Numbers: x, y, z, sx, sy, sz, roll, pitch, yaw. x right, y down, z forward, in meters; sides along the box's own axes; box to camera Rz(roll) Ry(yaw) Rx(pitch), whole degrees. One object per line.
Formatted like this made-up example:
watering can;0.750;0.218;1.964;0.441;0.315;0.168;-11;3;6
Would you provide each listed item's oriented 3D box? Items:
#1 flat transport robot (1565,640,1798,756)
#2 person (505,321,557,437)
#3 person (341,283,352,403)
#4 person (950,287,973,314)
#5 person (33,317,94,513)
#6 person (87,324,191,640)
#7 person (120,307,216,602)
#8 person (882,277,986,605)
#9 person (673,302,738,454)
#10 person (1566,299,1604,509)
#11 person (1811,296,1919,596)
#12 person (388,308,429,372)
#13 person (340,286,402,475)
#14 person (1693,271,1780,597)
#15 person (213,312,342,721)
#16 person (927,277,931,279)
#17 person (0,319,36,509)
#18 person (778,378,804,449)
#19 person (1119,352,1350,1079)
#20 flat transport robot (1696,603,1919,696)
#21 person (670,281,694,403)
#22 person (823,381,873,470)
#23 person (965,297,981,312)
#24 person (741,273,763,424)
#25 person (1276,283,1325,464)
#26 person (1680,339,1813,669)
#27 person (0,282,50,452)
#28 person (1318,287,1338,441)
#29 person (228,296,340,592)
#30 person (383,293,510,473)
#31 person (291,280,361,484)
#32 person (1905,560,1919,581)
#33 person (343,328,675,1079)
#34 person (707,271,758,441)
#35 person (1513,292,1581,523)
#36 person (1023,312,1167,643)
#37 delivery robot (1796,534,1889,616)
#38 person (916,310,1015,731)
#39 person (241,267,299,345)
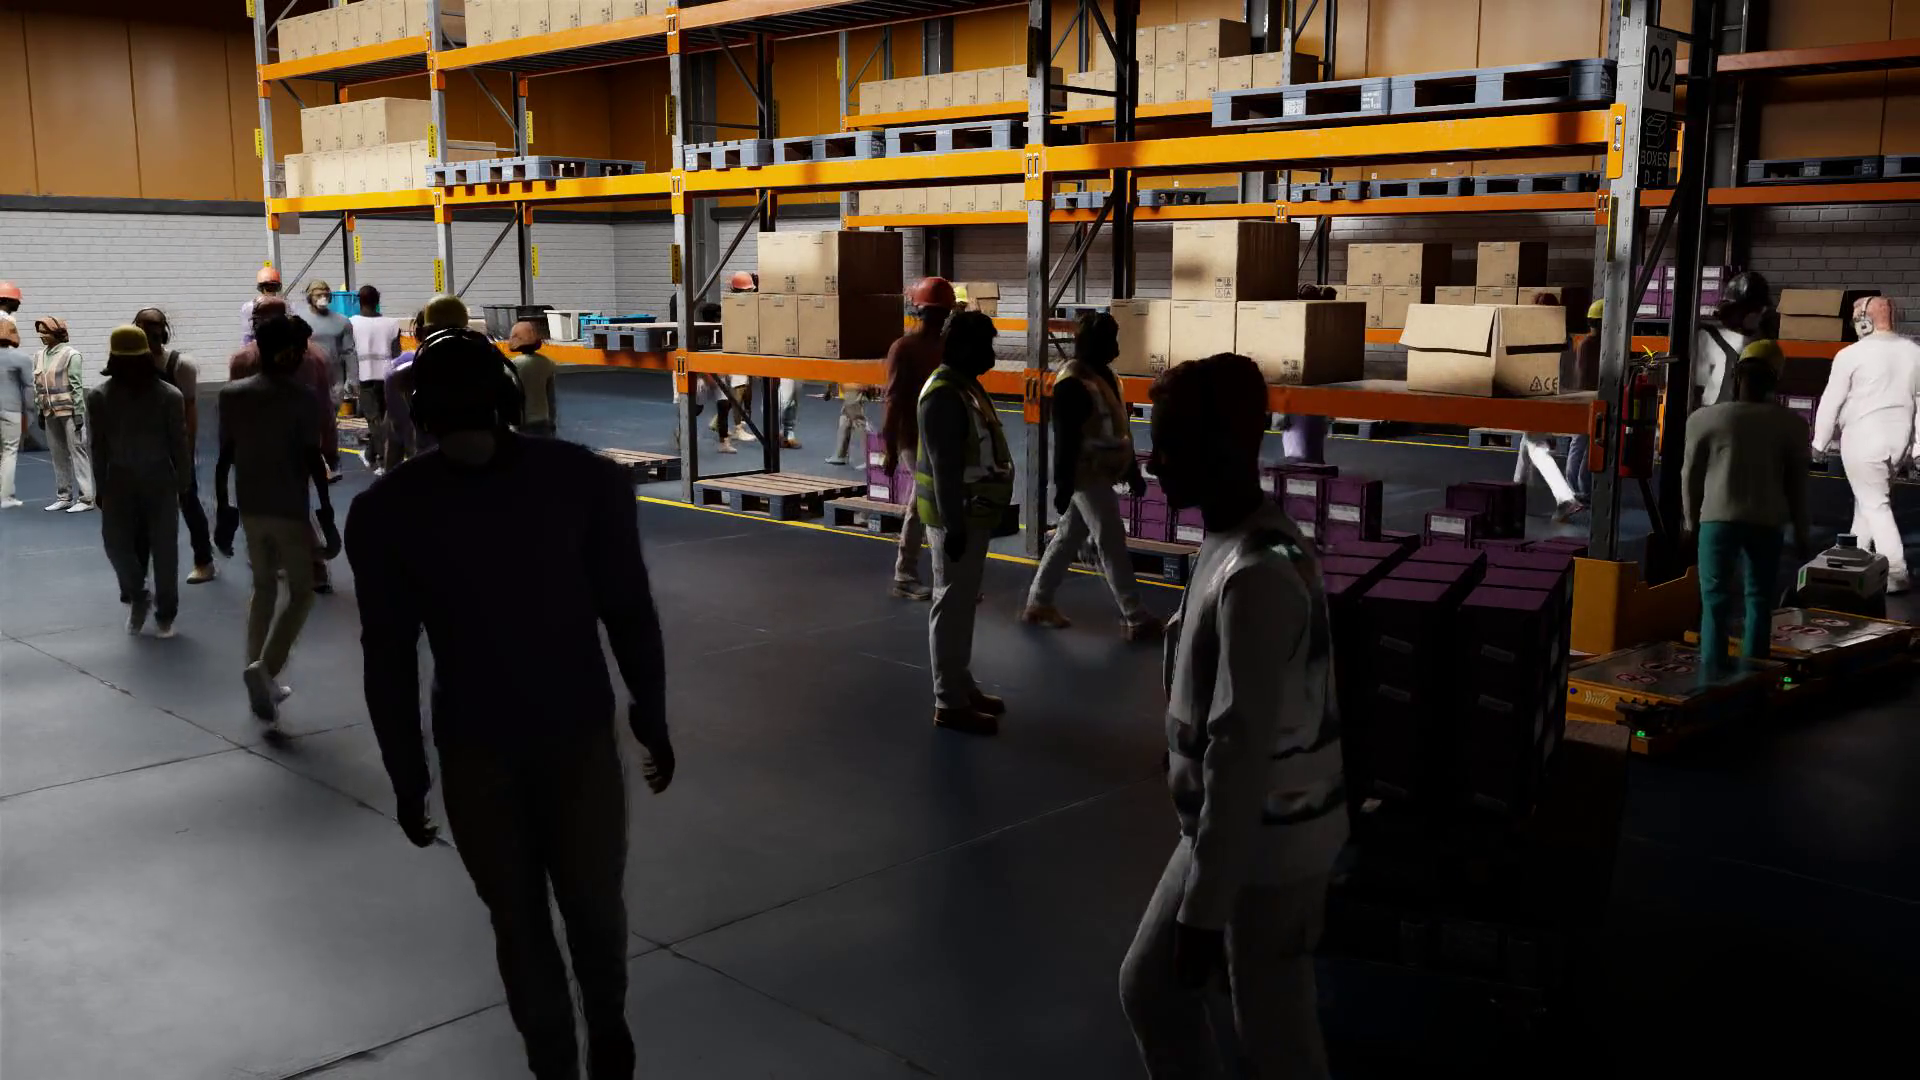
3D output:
flat transport robot;3.131;0.678;7.464;1.431;0.197;0.652;-8;12;-41
person;-3.372;-0.933;13.247;0.631;1.616;0.506;5;11;30
person;-9.053;-2.921;24.757;0.590;1.833;0.404;2;9;12
person;0.006;-2.130;19.989;0.627;1.807;0.590;-3;10;-16
person;-7.466;-1.036;13.828;0.508;1.629;0.314;3;10;20
person;-4.427;-0.302;9.012;0.504;1.723;0.398;-3;10;-17
person;-4.981;-0.556;10.411;0.506;1.794;0.910;-1;9;-7
person;-0.090;-0.571;9.925;0.913;1.957;0.634;7;12;37
person;-2.815;-1.782;18.292;0.802;1.665;0.522;7;12;39
person;5.382;-1.149;14.098;0.527;1.768;0.331;-8;12;-42
person;5.745;-0.593;10.462;0.651;1.857;0.968;-2;10;-15
person;-3.276;-0.574;10.523;0.999;1.778;0.582;8;12;42
person;-5.862;-1.584;16.513;0.594;1.852;1.048;-8;12;-42
person;4.766;-0.676;10.356;0.716;2.000;0.666;-3;10;-20
person;-3.112;-0.095;7.445;0.593;1.838;0.645;2;9;10
person;-0.270;-2.079;19.311;0.989;1.936;0.633;1;9;5
person;-8.148;-1.082;14.198;0.514;1.596;0.612;-1;9;-6
person;-1.899;-1.958;18.581;0.652;1.919;0.437;-9;13;-43
person;0.508;0.584;3.162;0.570;1.864;0.661;0;9;0
flat transport robot;4.255;0.533;8.358;1.431;0.197;0.652;-7;11;-36
person;-4.143;-3.026;24.906;0.375;1.995;0.611;-5;11;-29
person;-1.149;-1.502;16.772;0.827;1.598;0.507;4;10;25
person;0.186;-2.573;23.265;0.494;1.626;0.285;-4;10;-25
person;-2.701;-2.495;21.734;0.609;1.965;0.368;-3;10;-17
person;2.679;-1.053;13.079;0.409;1.907;0.651;8;12;39
person;3.622;-0.066;7.686;0.552;1.693;0.806;3;10;15
person;-10.460;-1.849;18.041;0.556;1.899;0.950;9;13;42
person;3.538;-1.548;16.308;0.538;1.851;0.538;4;10;22
person;-4.323;-0.611;10.544;0.978;1.848;0.631;5;11;30
person;-2.490;-0.249;8.148;0.601;1.906;0.626;-5;10;-27
person;-5.945;-1.478;15.676;0.655;1.906;0.900;-9;13;-42
person;6.353;-0.556;10.117;1.005;1.875;0.564;2;10;14
person;-0.997;0.471;3.761;0.685;1.899;0.508;-2;9;-10
person;-2.696;-2.162;19.599;0.759;2.011;0.639;4;10;21
person;4.706;-1.068;13.396;0.593;1.849;0.966;-5;11;-29
person;0.746;-0.354;9.146;0.963;1.797;0.620;3;10;20
delivery robot;4.883;0.209;9.188;0.477;0.478;0.707;7;12;38
person;0.027;-0.091;7.388;0.429;1.843;0.622;1;9;9
person;-7.634;-2.009;18.519;0.615;2.042;0.375;-3;10;-17
